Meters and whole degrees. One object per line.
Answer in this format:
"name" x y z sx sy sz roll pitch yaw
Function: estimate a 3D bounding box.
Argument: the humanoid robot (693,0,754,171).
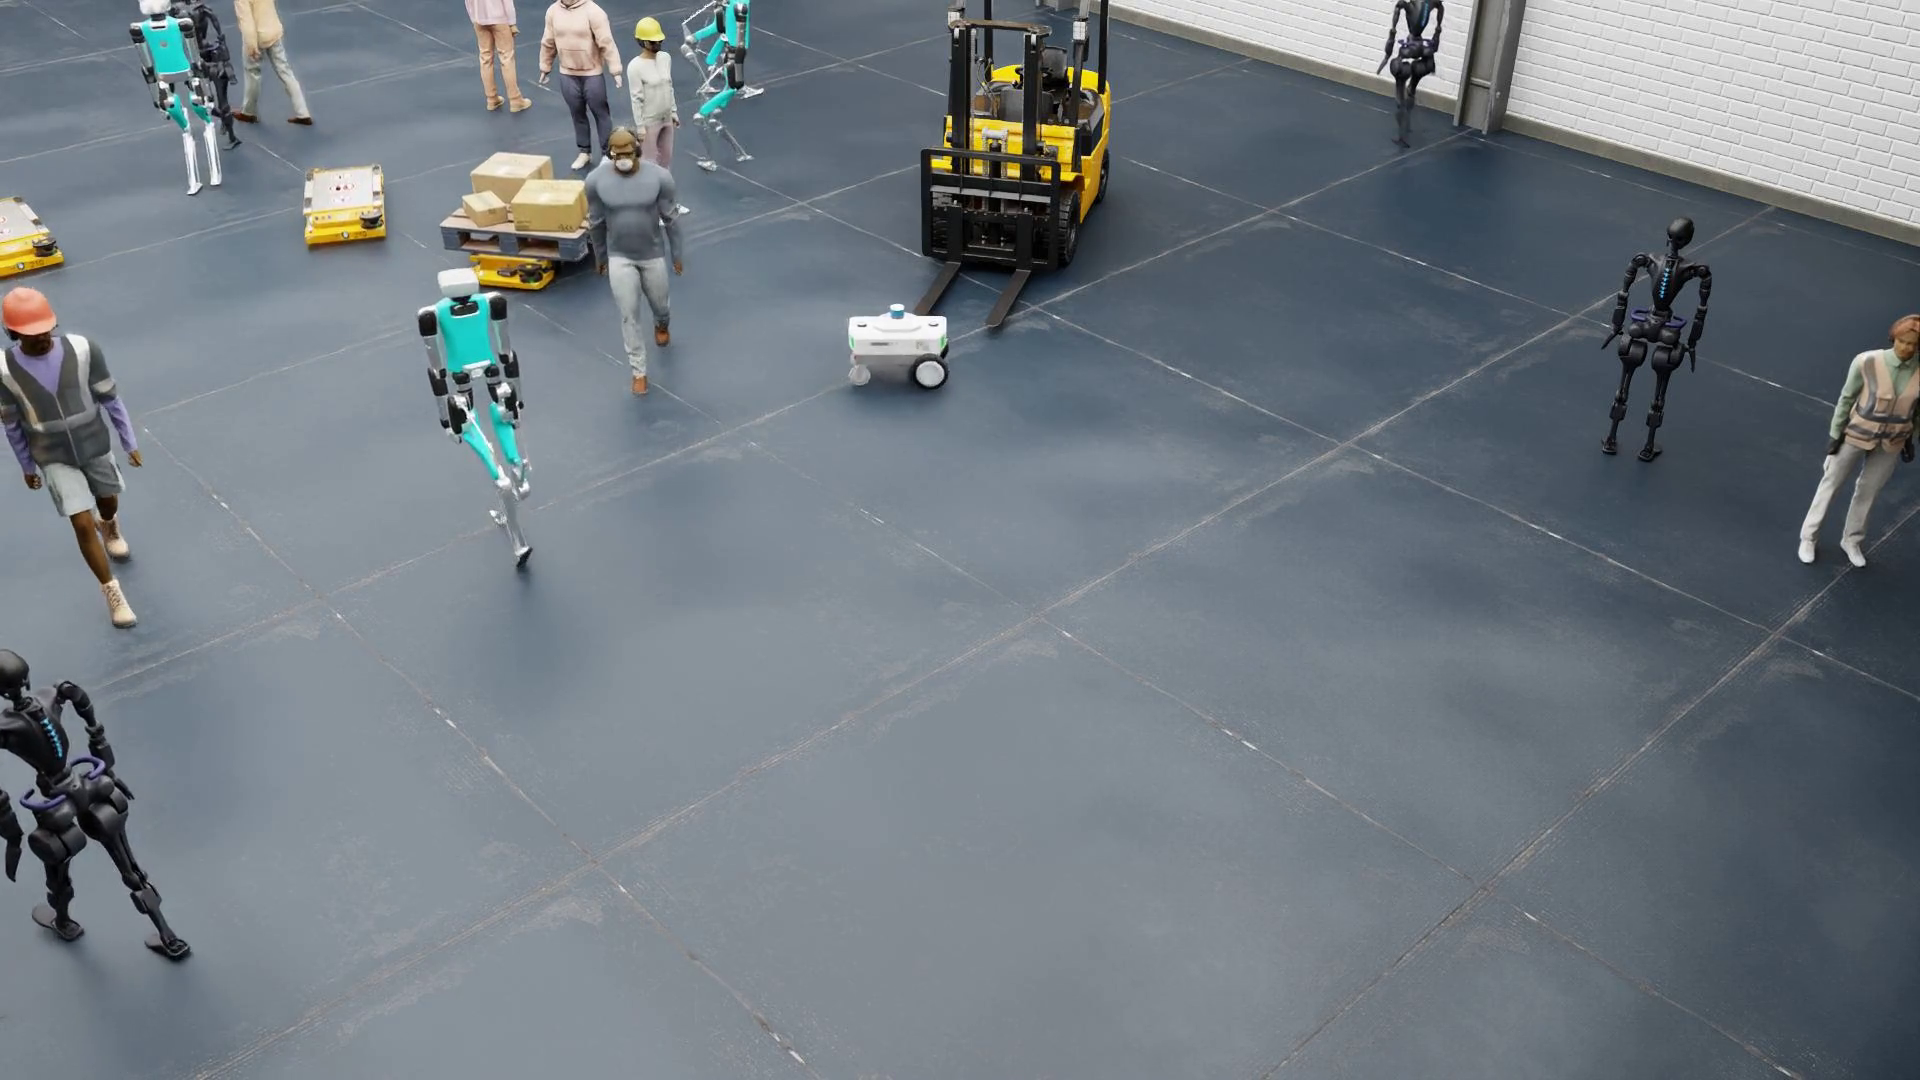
"humanoid robot" -2.319 -4.296 15.448 0.819 1.800 0.531 -8 34 -12

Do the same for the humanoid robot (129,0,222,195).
"humanoid robot" -6.989 -4.048 14.997 0.548 1.751 0.682 -8 34 -11

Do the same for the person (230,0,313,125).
"person" -6.968 -5.019 16.467 0.899 1.830 0.571 11 35 16

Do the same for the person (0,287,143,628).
"person" -5.051 -0.560 9.449 0.619 2.010 0.970 -21 39 -29

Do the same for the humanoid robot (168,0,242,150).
"humanoid robot" -7.175 -4.594 15.947 0.592 1.647 0.457 6 34 10

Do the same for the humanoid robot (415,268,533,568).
"humanoid robot" -2.740 -0.648 9.860 0.536 1.771 0.978 -19 37 -26

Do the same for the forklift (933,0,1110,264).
"forklift" 0.570 -3.725 14.138 1.214 2.155 2.313 9 34 13

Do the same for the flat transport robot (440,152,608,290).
"flat transport robot" -3.547 -2.486 13.995 0.659 0.231 1.431 7 34 11

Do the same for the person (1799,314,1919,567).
"person" 5.377 -0.584 9.813 0.513 1.638 0.310 5 33 7

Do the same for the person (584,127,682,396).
"person" -2.288 -2.054 11.834 0.640 1.915 0.819 -4 33 -5

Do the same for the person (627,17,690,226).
"person" -2.616 -3.620 14.364 0.308 1.768 0.521 18 37 25

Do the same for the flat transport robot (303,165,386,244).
"flat transport robot" -5.468 -3.004 14.790 0.659 0.231 1.431 -9 34 -14

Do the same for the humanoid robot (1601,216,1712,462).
"humanoid robot" 4.541 -1.327 10.908 0.599 1.657 0.315 17 37 25

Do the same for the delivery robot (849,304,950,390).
"delivery robot" -0.435 -1.420 12.101 0.806 0.602 0.499 0 33 -1

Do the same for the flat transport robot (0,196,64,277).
"flat transport robot" -8.174 -2.584 14.144 0.659 0.231 1.431 -23 40 -31

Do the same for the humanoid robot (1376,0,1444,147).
"humanoid robot" 4.338 -4.683 16.091 0.591 1.643 0.550 -8 34 -12

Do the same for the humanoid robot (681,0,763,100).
"humanoid robot" -2.523 -5.313 16.977 0.951 1.744 0.554 -6 33 -9

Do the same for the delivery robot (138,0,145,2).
"delivery robot" -9.788 -6.933 20.584 0.499 0.614 0.791 25 41 33

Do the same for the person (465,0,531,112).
"person" -4.728 -5.223 16.812 0.523 1.784 0.401 9 34 14

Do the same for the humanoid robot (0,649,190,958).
"humanoid robot" -3.860 1.143 7.162 0.779 1.621 0.602 16 36 23

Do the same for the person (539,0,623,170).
"person" -3.497 -4.355 15.414 0.814 1.856 0.437 7 34 10
